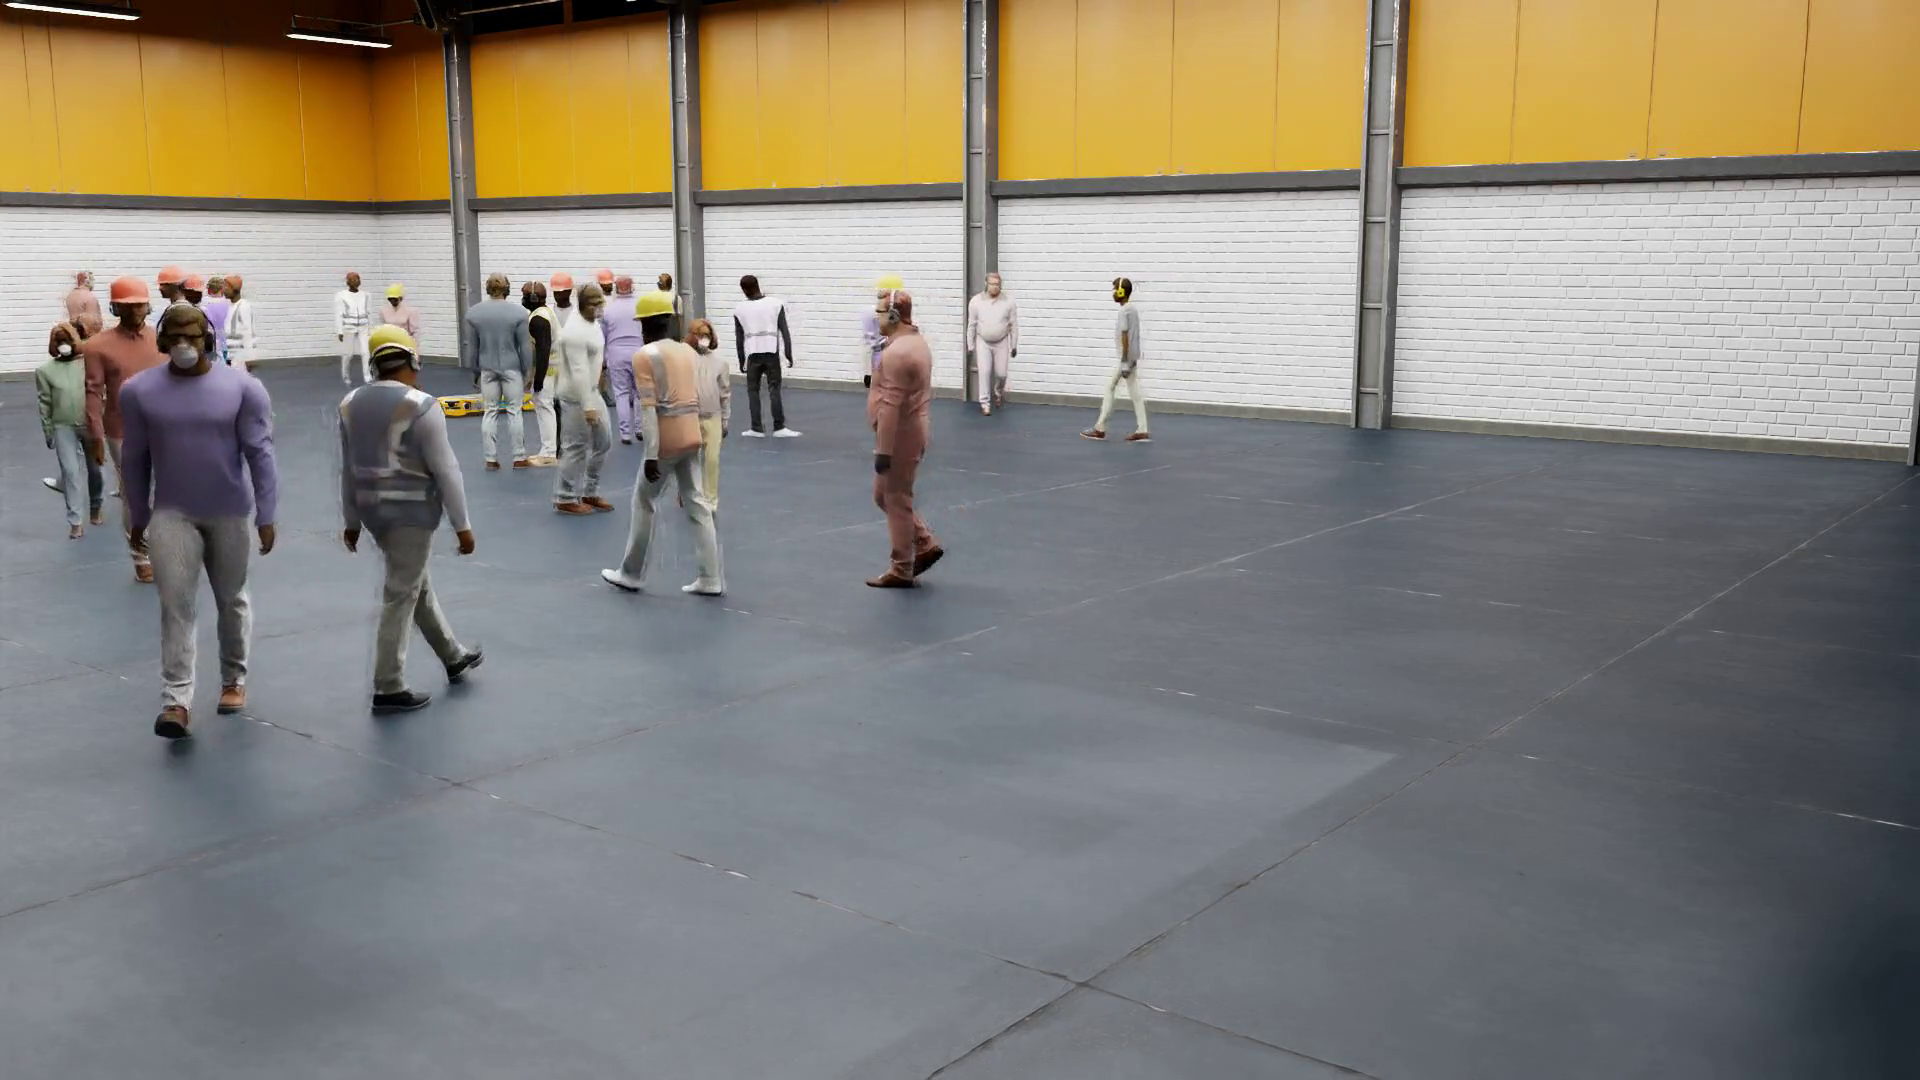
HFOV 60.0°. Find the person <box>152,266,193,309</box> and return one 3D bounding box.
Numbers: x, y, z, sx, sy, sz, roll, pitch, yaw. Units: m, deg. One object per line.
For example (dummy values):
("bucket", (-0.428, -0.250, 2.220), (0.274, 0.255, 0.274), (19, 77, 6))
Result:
("person", (-8.076, -1.831, 17.227), (1.051, 1.988, 0.620), (-4, 11, -22))

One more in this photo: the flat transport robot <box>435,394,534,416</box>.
("flat transport robot", (-6.367, -1.821, 22.149), (0.652, 0.197, 1.431), (8, 12, 37))

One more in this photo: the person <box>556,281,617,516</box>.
("person", (-3.042, -1.112, 13.314), (0.561, 1.890, 0.656), (1, 10, 4))

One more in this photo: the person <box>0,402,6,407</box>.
("person", (-13.503, -2.837, 22.923), (0.612, 2.042, 0.394), (3, 10, 17))

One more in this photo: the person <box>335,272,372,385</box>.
("person", (-9.707, -3.370, 26.620), (0.589, 1.850, 0.936), (-7, 12, -37))

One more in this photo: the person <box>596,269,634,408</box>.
("person", (-4.758, -2.741, 22.778), (0.560, 1.899, 0.889), (-8, 13, -40))

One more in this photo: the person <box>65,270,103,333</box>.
("person", (-12.339, -2.894, 23.744), (0.648, 1.878, 0.846), (6, 11, 30))

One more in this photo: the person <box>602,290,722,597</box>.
("person", (-1.865, -0.591, 10.298), (0.909, 1.880, 0.651), (6, 11, 31))

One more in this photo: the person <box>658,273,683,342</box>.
("person", (-4.134, -2.848, 23.555), (0.342, 1.845, 0.506), (7, 12, 37))

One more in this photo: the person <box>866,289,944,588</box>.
("person", (-0.403, -0.626, 10.467), (0.425, 1.891, 0.671), (2, 10, 9))

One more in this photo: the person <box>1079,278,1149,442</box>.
("person", (1.755, -2.028, 18.795), (0.885, 1.830, 0.568), (4, 11, 23))

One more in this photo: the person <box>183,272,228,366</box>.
("person", (-8.178, -1.908, 17.871), (0.650, 1.909, 0.559), (2, 10, 12))

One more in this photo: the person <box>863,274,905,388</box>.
("person", (-0.690, -1.772, 17.130), (0.595, 1.905, 0.599), (7, 12, 37))

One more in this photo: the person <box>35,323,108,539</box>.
("person", (-6.709, -0.852, 12.648), (0.505, 1.607, 0.776), (-5, 11, -26))

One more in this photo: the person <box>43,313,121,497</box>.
("person", (-7.595, -1.167, 14.474), (0.845, 1.590, 0.547), (3, 10, 16))

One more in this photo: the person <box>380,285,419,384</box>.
("person", (-7.544, -2.590, 22.460), (0.537, 1.699, 0.945), (0, 10, -2))

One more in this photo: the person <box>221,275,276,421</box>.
("person", (-8.427, -2.165, 19.504), (0.444, 1.870, 0.574), (-6, 12, -33))

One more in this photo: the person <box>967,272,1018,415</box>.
("person", (0.420, -2.595, 21.983), (0.685, 1.882, 0.592), (-1, 10, -5))

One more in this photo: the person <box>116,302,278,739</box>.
("person", (-3.351, -0.085, 7.326), (0.656, 1.887, 1.006), (-3, 10, -16))

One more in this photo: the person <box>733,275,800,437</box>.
("person", (-2.225, -2.121, 19.258), (0.752, 1.878, 0.384), (-1, 10, -4))

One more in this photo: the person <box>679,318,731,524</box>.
("person", (-2.066, -0.954, 13.174), (0.510, 1.615, 0.605), (-3, 10, -18))

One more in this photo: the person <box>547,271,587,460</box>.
("person", (-4.037, -1.771, 17.021), (0.551, 1.933, 0.376), (0, 10, -2))

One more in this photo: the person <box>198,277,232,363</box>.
("person", (-8.936, -2.252, 20.108), (0.564, 1.838, 0.395), (-2, 10, -9))

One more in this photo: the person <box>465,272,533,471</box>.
("person", (-4.476, -1.637, 16.231), (0.635, 1.937, 0.352), (0, 10, 1))

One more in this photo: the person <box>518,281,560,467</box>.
("person", (-4.204, -1.651, 16.599), (0.429, 1.841, 0.633), (-2, 10, -11))

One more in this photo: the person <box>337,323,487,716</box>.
("person", (-2.544, -0.122, 7.863), (0.632, 1.771, 0.897), (6, 11, 30))

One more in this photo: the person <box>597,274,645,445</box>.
("person", (-3.723, -2.022, 18.612), (0.679, 1.883, 0.688), (-2, 10, -12))

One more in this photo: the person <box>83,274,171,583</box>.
("person", (-5.210, -0.691, 10.599), (0.662, 1.974, 0.571), (-8, 13, -39))
